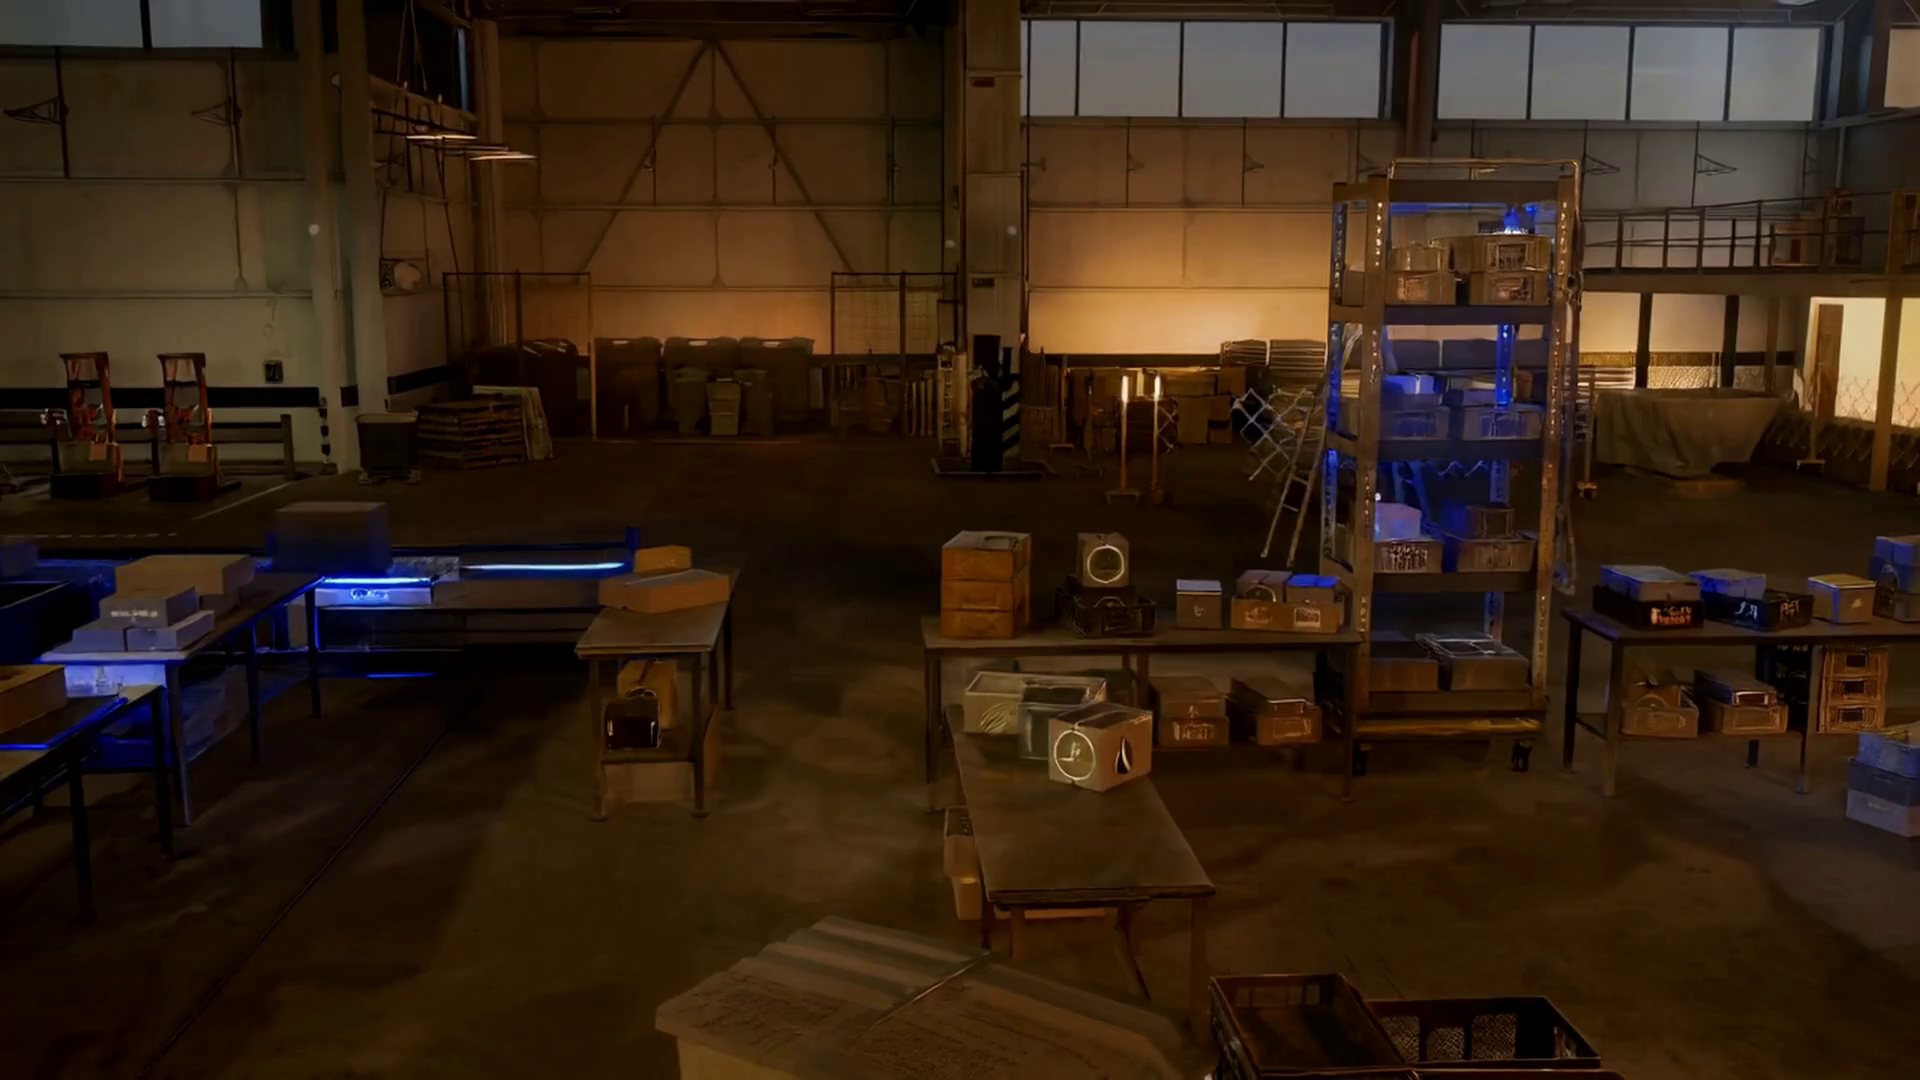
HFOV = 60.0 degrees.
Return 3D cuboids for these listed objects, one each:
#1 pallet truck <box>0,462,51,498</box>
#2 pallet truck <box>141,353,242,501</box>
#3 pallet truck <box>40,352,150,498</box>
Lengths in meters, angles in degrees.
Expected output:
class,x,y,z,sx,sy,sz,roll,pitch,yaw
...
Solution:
class,x,y,z,sx,sy,sz,roll,pitch,yaw
pallet truck,-13.193,-1.293,23.148,0.653,1.274,1.630,-1,9,-4
pallet truck,-10.520,-1.604,22.925,0.823,1.965,1.885,-1,9,-6
pallet truck,-11.907,-1.642,23.165,0.823,1.965,1.885,0,9,0
